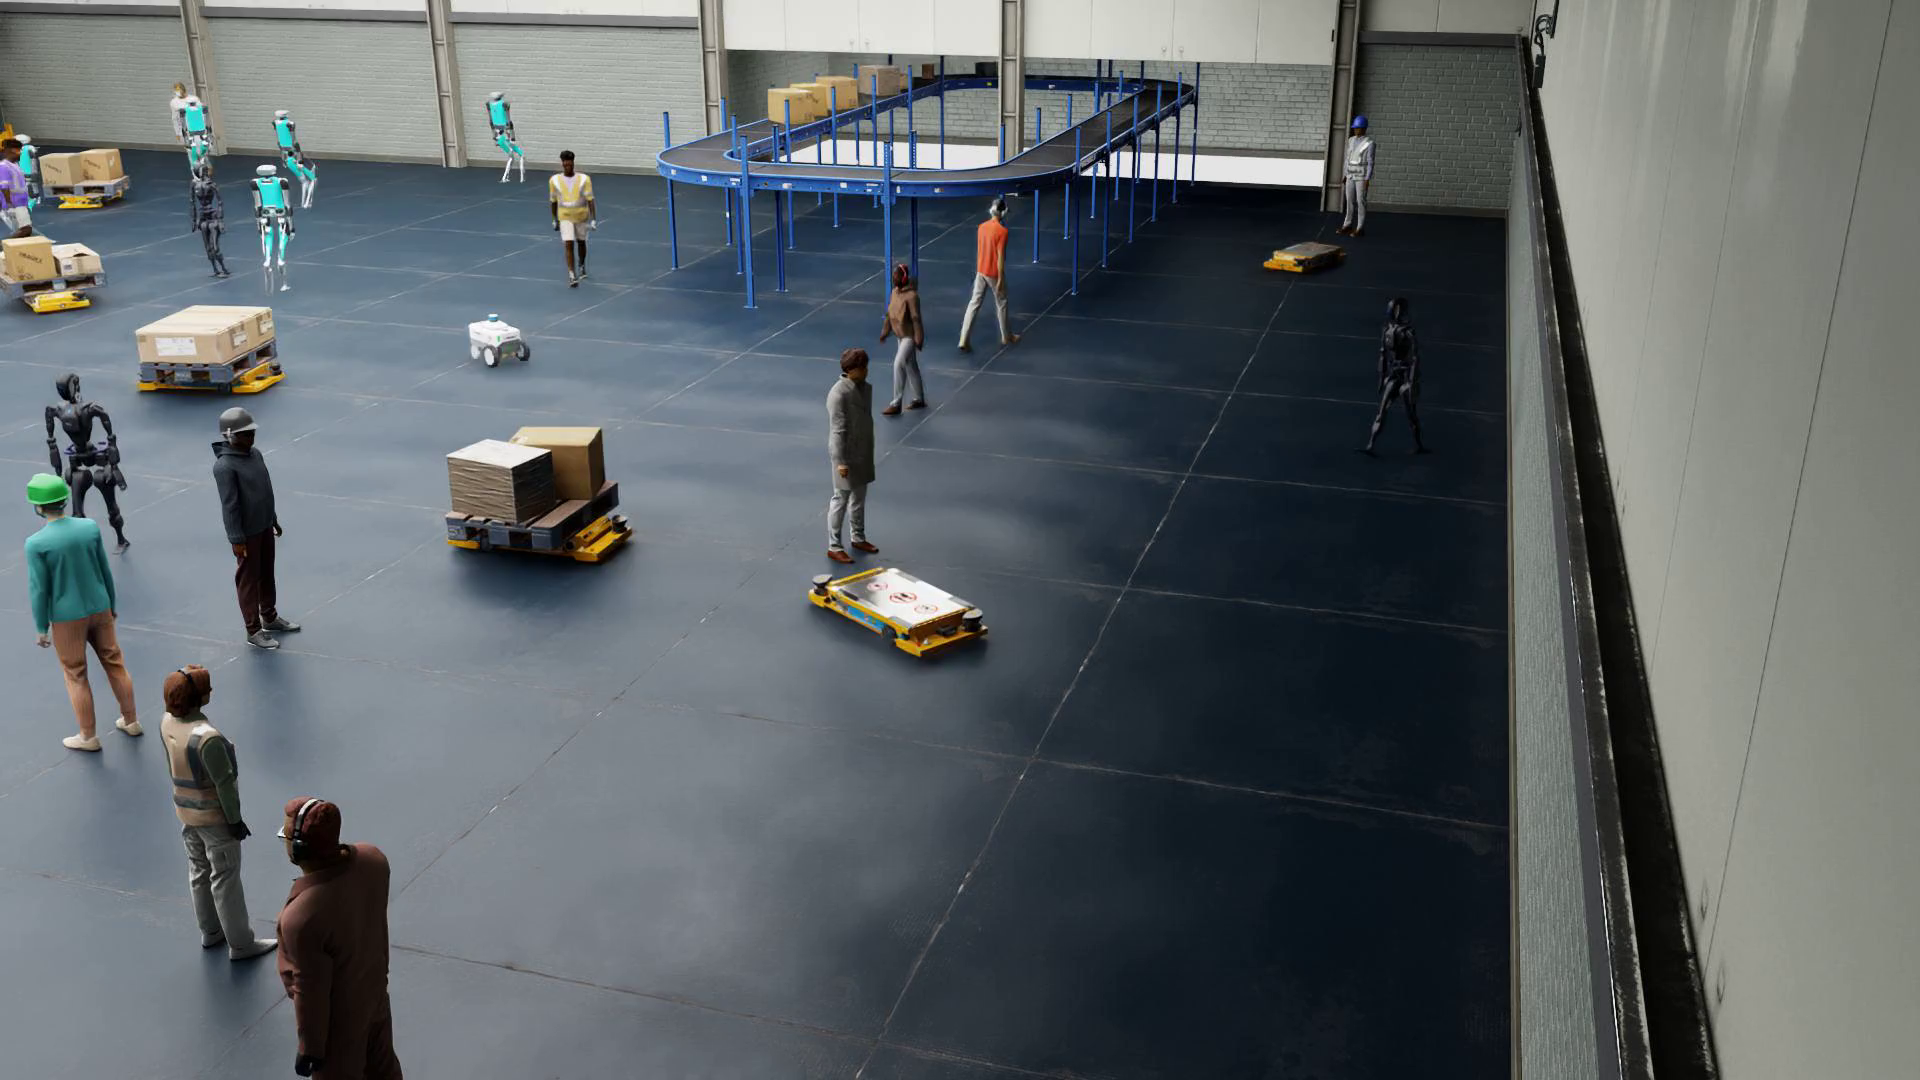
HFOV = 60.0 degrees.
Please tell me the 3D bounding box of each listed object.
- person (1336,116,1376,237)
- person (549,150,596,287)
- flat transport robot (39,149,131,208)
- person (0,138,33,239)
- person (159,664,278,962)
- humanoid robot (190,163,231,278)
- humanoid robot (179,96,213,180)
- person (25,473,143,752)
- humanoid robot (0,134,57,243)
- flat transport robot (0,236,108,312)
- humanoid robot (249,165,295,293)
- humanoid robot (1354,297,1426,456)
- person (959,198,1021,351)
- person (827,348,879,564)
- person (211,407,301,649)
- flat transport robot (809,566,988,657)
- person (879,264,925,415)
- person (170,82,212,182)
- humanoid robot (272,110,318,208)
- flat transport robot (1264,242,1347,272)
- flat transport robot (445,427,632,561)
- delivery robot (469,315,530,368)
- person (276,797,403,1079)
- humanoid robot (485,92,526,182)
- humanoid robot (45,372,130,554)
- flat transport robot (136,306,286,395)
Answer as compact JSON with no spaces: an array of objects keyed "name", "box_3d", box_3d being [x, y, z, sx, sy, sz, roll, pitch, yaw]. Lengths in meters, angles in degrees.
[{"name":"person","box_3d":[6.538,-5.986,27.372,0.386,1.947,0.609,-13,24,-29]},{"name":"person","box_3d":[-5.571,-4.657,23.983,0.620,1.907,1.049,-5,22,-13]},{"name":"flat transport robot","box_3d":[-15.918,-6.266,30.430,0.659,0.231,1.431,-3,21,-8]},{"name":"person","box_3d":[-14.099,-5.022,24.871,0.426,1.943,0.635,-4,21,-10]},{"name":"person","box_3d":[-3.881,1.412,8.604,0.514,1.641,0.308,15,25,33]},{"name":"humanoid robot","box_3d":[-11.023,-4.682,24.347,0.608,1.651,0.378,7,22,18]},{"name":"humanoid robot","box_3d":[-14.732,-7.643,31.992,0.530,1.781,0.889,-17,27,-37]},{"name":"person","box_3d":[-5.732,0.463,10.775,0.400,1.861,0.530,15,26,33]},{"name":"humanoid robot","box_3d":[-15.037,-5.520,26.506,0.536,1.782,0.874,16,26,35]},{"name":"flat transport robot","box_3d":[-12.538,-3.408,23.018,0.659,0.231,1.431,-16,26,-36]},{"name":"humanoid robot","box_3d":[-9.677,-4.284,23.389,0.552,1.888,0.664,0,21,-1]},{"name":"humanoid robot","box_3d":[4.351,-1.589,16.420,0.812,1.618,0.596,-10,23,-24]},{"name":"person","box_3d":[0.345,-3.258,20.437,0.532,1.852,1.024,17,27,38]},{"name":"person","box_3d":[-0.886,-0.709,13.873,0.370,1.822,0.505,15,26,34]},{"name":"person","box_3d":[-5.238,-0.102,12.290,0.367,1.816,0.539,3,21,8]},{"name":"flat transport robot","box_3d":[-0.493,0.521,12.826,0.659,0.231,1.431,-17,27,-37]},{"name":"person","box_3d":[-0.658,-2.150,17.868,0.743,1.627,0.475,-12,24,-28]},{"name":"person","box_3d":[-15.146,-8.025,32.705,0.645,1.921,0.484,2,21,5]},{"name":"humanoid robot","box_3d":[-11.836,-6.782,29.861,0.533,1.877,0.733,13,25,31]},{"name":"flat transport robot","box_3d":[5.283,-4.317,25.375,0.659,0.231,1.431,16,26,36]},{"name":"flat transport robot","box_3d":[-3.634,-0.068,14.353,1.431,0.231,0.659,6,22,15]},{"name":"delivery robot","box_3d":[-5.578,-2.399,20.027,0.805,0.612,0.499,20,29,41]},{"name":"person","box_3d":[-2.584,1.924,6.914,0.413,1.906,0.650,3,21,9]},{"name":"humanoid robot","box_3d":[-8.840,-7.908,32.672,0.530,1.790,0.787,9,23,23]},{"name":"humanoid robot","box_3d":[-7.244,-0.594,13.801,0.587,1.629,0.713,-1,21,-4]},{"name":"flat transport robot","box_3d":[-8.561,-1.873,19.036,1.431,0.231,0.659,2,21,5]}]
